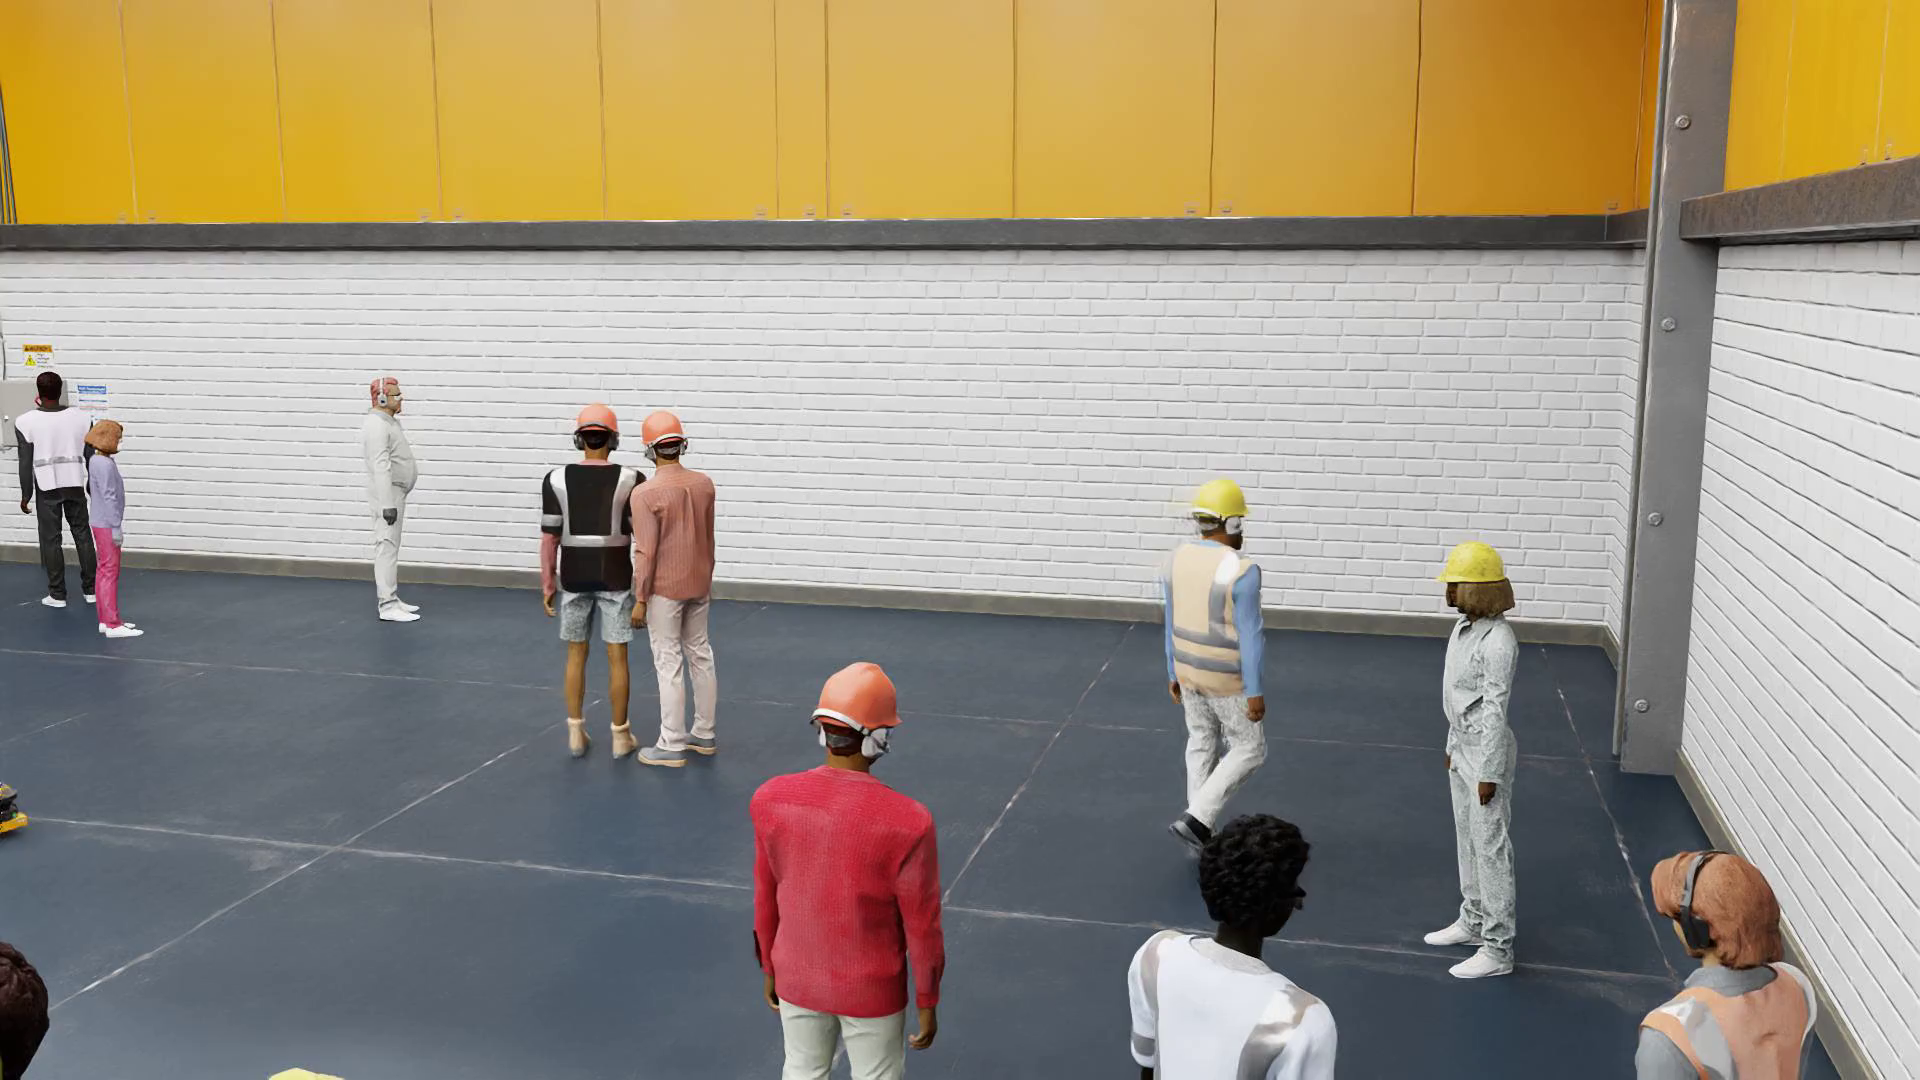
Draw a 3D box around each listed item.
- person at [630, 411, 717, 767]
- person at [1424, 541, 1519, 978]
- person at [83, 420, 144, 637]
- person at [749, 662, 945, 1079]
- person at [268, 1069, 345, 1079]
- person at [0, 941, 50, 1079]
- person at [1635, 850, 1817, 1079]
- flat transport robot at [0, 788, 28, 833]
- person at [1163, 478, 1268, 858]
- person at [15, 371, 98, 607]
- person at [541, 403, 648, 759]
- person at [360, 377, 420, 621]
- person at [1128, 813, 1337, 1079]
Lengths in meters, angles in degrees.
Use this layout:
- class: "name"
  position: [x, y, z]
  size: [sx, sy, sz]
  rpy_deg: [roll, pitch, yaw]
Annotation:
- class: "person"
  position: [-1.613, 0.272, 9.315]
  size: [0.391, 1.991, 0.613]
  rpy_deg: [7, 12, 34]
- class: "person"
  position: [2.036, 0.860, 6.619]
  size: [0.343, 1.735, 0.484]
  rpy_deg: [0, 10, -1]
- class: "person"
  position: [-6.380, -0.090, 12.496]
  size: [0.288, 1.633, 0.499]
  rpy_deg: [-6, 11, -33]
- class: "person"
  position: [-0.301, 1.196, 4.620]
  size: [0.574, 1.739, 0.353]
  rpy_deg: [4, 10, 22]
- class: "person"
  position: [-0.830, 1.589, 2.351]
  size: [0.555, 1.722, 0.697]
  rpy_deg: [-9, 13, -42]
- class: "person"
  position: [-1.432, 1.490, 2.500]
  size: [0.328, 1.872, 0.513]
  rpy_deg: [-8, 12, -39]
- class: "person"
  position: [1.563, 1.441, 3.470]
  size: [0.515, 1.640, 0.314]
  rpy_deg: [-6, 11, -32]
- class: "flat transport robot"
  position: [-5.364, 1.305, 8.290]
  size: [1.431, 0.197, 0.652]
  rpy_deg: [6, 11, 32]
- class: "person"
  position: [1.183, 0.622, 7.753]
  size: [0.443, 1.818, 0.616]
  rpy_deg: [-6, 12, -34]
- class: "person"
  position: [-7.334, -0.412, 13.560]
  size: [0.372, 1.916, 0.597]
  rpy_deg: [9, 13, 44]
- class: "person"
  position: [-2.046, 0.230, 9.510]
  size: [0.649, 2.017, 0.503]
  rpy_deg: [0, 10, 1]
- class: "person"
  position: [-4.461, -0.322, 13.061]
  size: [0.407, 1.909, 0.639]
  rpy_deg: [-3, 10, -17]
- class: "person"
  position: [0.576, 1.404, 3.547]
  size: [0.319, 1.688, 0.538]
  rpy_deg: [-8, 13, -41]
